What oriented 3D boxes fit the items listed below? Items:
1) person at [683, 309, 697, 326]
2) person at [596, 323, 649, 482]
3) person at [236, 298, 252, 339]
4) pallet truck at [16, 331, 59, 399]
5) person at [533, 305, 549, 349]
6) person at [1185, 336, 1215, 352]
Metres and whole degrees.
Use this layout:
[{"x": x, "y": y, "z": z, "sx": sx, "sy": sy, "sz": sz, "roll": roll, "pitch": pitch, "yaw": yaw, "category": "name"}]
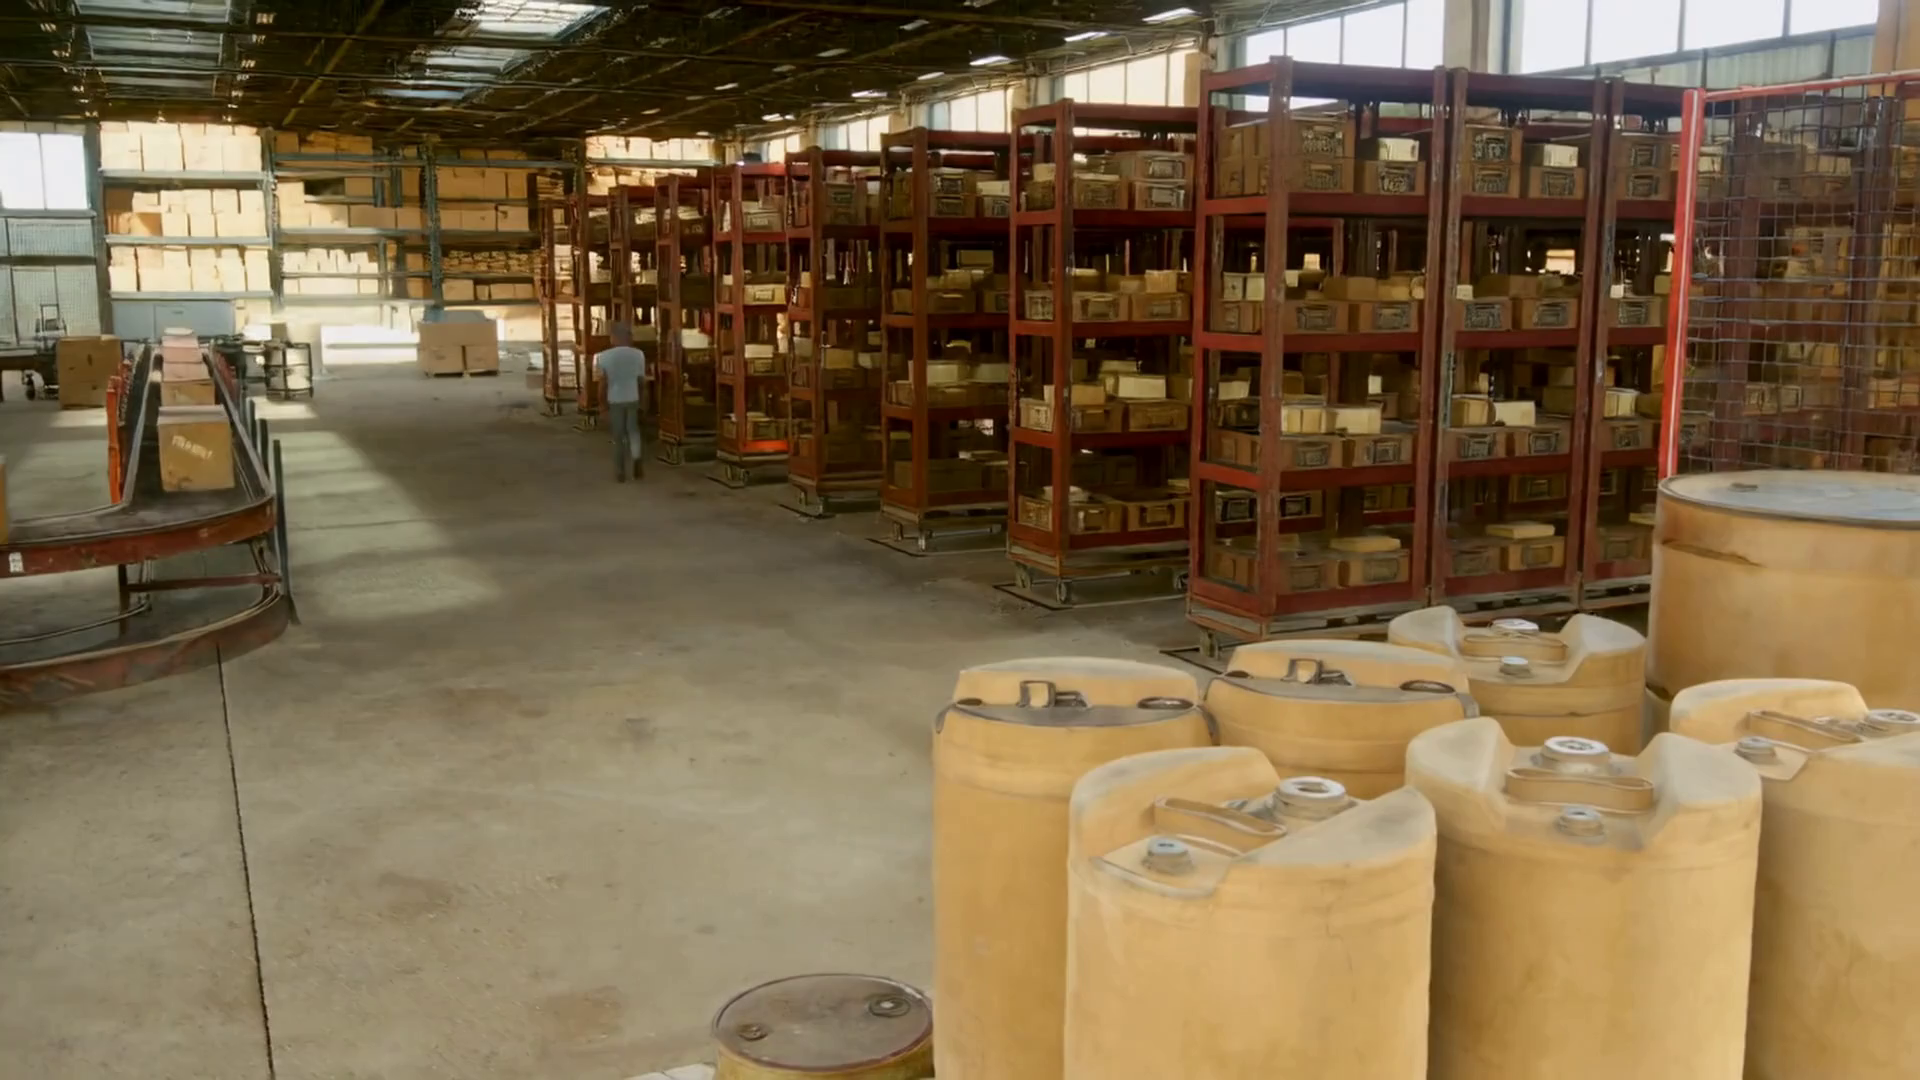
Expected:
[{"x": -6.938, "y": -5.504, "z": 42.973, "sx": 0.612, "sy": 1.995, "sz": 0.393, "roll": -1, "pitch": 9, "yaw": -5, "category": "person"}, {"x": -3.838, "y": -1.554, "z": 18.960, "sx": 0.585, "sy": 1.831, "sz": 0.523, "roll": -4, "pitch": 10, "yaw": -25, "category": "person"}, {"x": -18.298, "y": -5.313, "z": 42.539, "sx": 0.346, "sy": 1.762, "sz": 0.524, "roll": 3, "pitch": 10, "yaw": 17, "category": "person"}, {"x": -17.082, "y": -3.353, "z": 31.781, "sx": 1.630, "sy": 1.274, "sz": 0.653, "roll": -4, "pitch": 10, "yaw": -25, "category": "pallet truck"}, {"x": -12.616, "y": -6.644, "z": 50.192, "sx": 0.605, "sy": 1.948, "sz": 0.406, "roll": 2, "pitch": 9, "yaw": 14, "category": "person"}, {"x": 3.030, "y": -1.760, "z": 20.340, "sx": 0.682, "sy": 1.809, "sz": 0.612, "roll": -4, "pitch": 10, "yaw": -25, "category": "person"}]
